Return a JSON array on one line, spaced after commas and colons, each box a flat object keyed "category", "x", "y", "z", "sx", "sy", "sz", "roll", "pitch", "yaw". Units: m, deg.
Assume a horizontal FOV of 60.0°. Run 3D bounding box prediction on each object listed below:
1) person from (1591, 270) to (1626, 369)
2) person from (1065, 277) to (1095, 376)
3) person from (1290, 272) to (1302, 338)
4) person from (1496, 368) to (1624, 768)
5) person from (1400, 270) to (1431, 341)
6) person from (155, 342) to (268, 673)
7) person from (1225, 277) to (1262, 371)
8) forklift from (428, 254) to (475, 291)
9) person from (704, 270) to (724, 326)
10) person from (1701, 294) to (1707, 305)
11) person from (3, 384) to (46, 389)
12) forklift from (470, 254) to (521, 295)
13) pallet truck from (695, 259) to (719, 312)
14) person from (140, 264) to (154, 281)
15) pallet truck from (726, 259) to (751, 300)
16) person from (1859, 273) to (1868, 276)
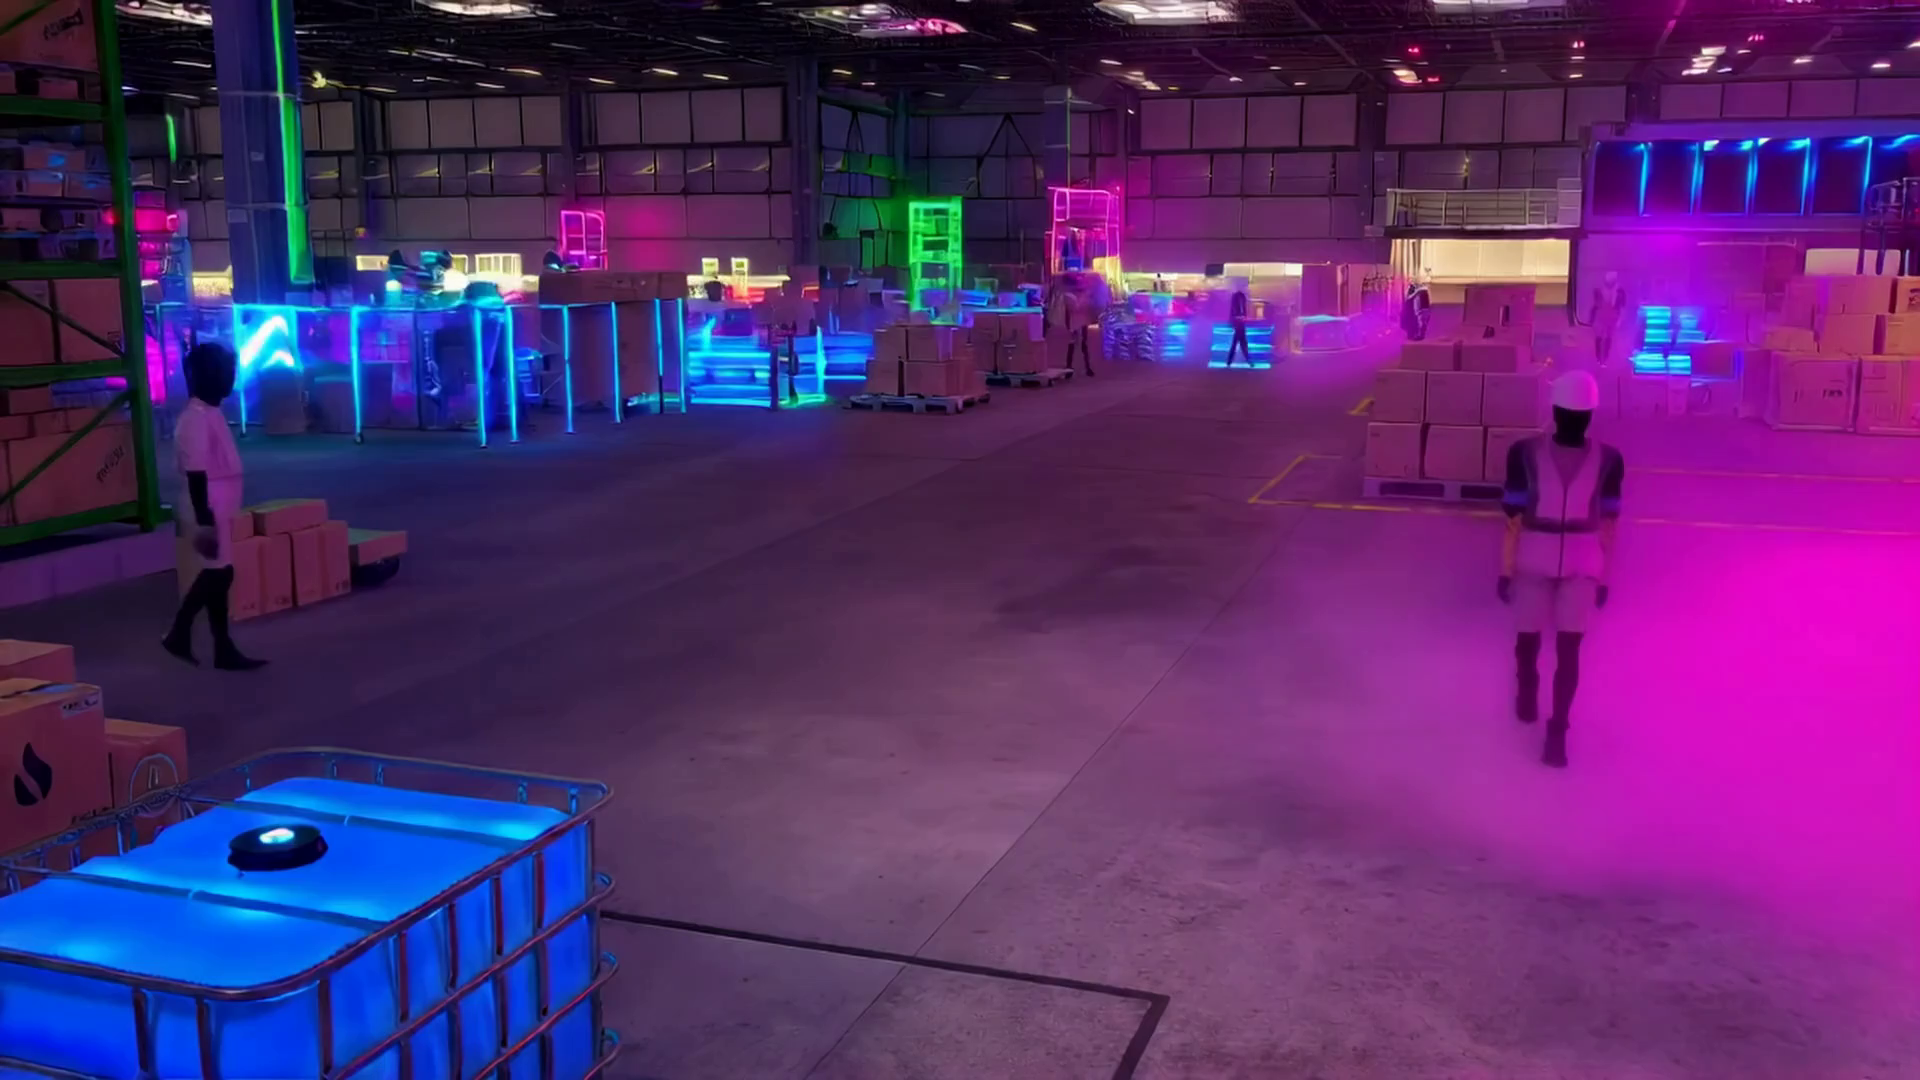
[{"category": "person", "x": 13.046, "y": -4.435, "z": 33.513, "sx": 0.614, "sy": 2.011, "sz": 0.511, "roll": 3, "pitch": 11, "yaw": 18}, {"category": "person", "x": 2.271, "y": -4.080, "z": 31.871, "sx": 0.552, "sy": 1.885, "sz": 1.010, "roll": -3, "pitch": 11, "yaw": -17}, {"category": "person", "x": 9.045, "y": -6.299, "z": 44.689, "sx": 0.312, "sy": 1.768, "sz": 0.524, "roll": 5, "pitch": 11, "yaw": 26}, {"category": "person", "x": 2.920, "y": 0.112, "z": 8.146, "sx": 0.565, "sy": 1.925, "sz": 0.652, "roll": 3, "pitch": 10, "yaw": 14}, {"category": "person", "x": 8.356, "y": -3.930, "z": 30.569, "sx": 0.536, "sy": 2.000, "sz": 0.683, "roll": 0, "pitch": 10, "yaw": 1}, {"category": "person", "x": -4.461, "y": -0.175, "z": 9.721, "sx": 0.674, "sy": 1.943, "sz": 0.662, "roll": -3, "pitch": 10, "yaw": -16}, {"category": "person", "x": 5.702, "y": -4.298, "z": 33.148, "sx": 0.900, "sy": 1.850, "sz": 0.591, "roll": 5, "pitch": 11, "yaw": 25}, {"category": "forklift", "x": -20.133, "y": -10.254, "z": 65.465, "sx": 1.157, "sy": 1.987, "sz": 2.680, "roll": 3, "pitch": 11, "yaw": 19}, {"category": "person", "x": -6.527, "y": -6.222, "z": 44.036, "sx": 0.556, "sy": 1.840, "sz": 0.788, "roll": 0, "pitch": 10, "yaw": 2}, {"category": "person", "x": 26.824, "y": -9.106, "z": 60.234, "sx": 0.393, "sy": 1.865, "sz": 0.835, "roll": -3, "pitch": 11, "yaw": -19}, {"category": "person", "x": -11.486, "y": -1.957, "z": 20.489, "sx": 0.539, "sy": 1.686, "sz": 0.442, "roll": 2, "pitch": 10, "yaw": 10}, {"category": "forklift", "x": -17.990, "y": -10.121, "z": 64.684, "sx": 1.157, "sy": 1.987, "sz": 2.680, "roll": 3, "pitch": 11, "yaw": 17}, {"category": "pallet truck", "x": -9.165, "y": -9.627, "z": 62.776, "sx": 0.823, "sy": 1.965, "sz": 1.885, "roll": 4, "pitch": 11, "yaw": 23}, {"category": "person", "x": -28.895, "y": -8.933, "z": 59.398, "sx": 0.621, "sy": 1.801, "sz": 0.821, "roll": 3, "pitch": 10, "yaw": 16}, {"category": "pallet truck", "x": -7.986, "y": -9.493, "z": 62.019, "sx": 0.823, "sy": 1.965, "sz": 1.885, "roll": 3, "pitch": 11, "yaw": 17}, {"category": "person", "x": 19.504, "y": -4.803, "z": 35.941, "sx": 0.592, "sy": 1.883, "sz": 0.958, "roll": -4, "pitch": 11, "yaw": -21}]
